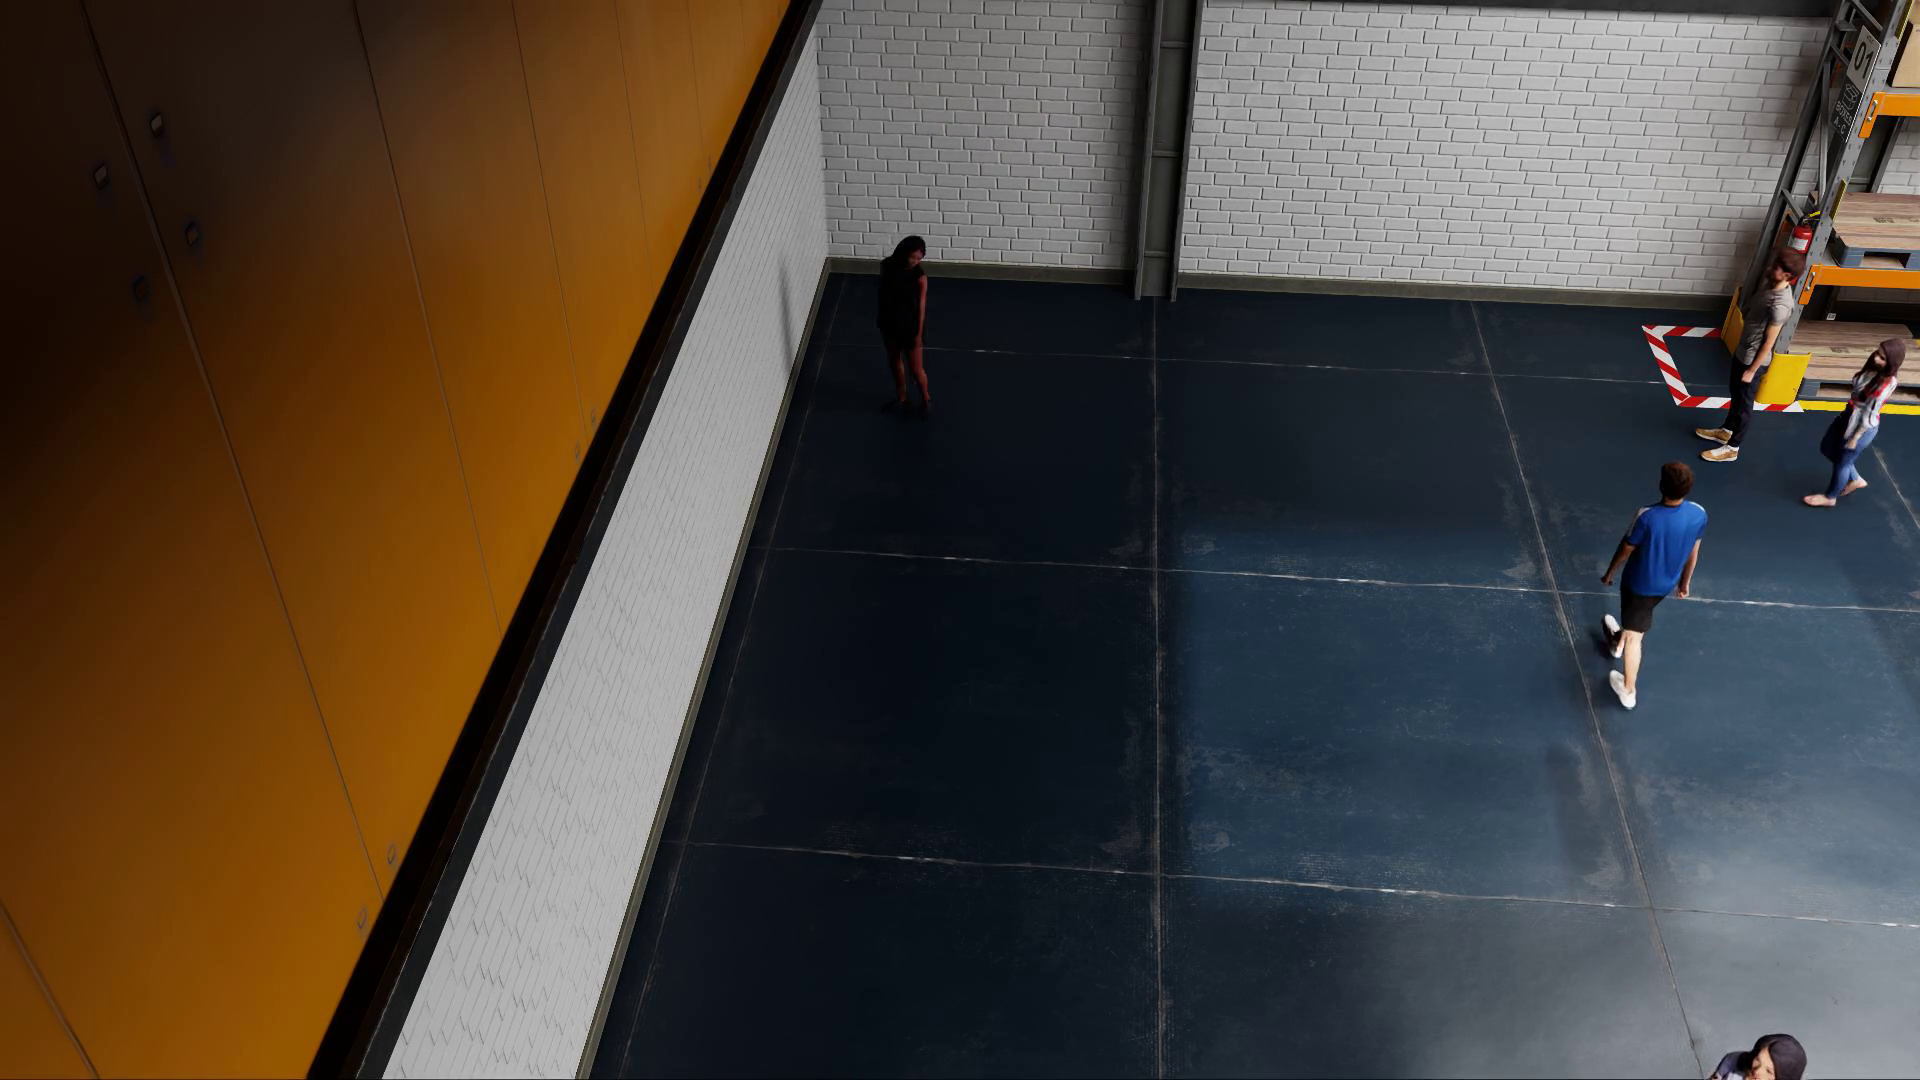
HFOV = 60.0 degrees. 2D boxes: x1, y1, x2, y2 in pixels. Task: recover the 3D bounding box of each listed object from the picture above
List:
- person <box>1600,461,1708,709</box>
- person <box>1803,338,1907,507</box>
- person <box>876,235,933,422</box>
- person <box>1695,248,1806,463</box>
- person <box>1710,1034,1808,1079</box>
[{"bbox_3d":[4.645,0.335,11.101,1.054,1.836,0.910,-5,39,-7],"label":"person"},{"bbox_3d":[6.998,-0.873,12.805,0.664,1.598,0.623,6,39,8],"label":"person"},{"bbox_3d":[-0.508,-1.782,13.847,0.808,1.717,0.686,-27,46,-30],"label":"person"},{"bbox_3d":[6.369,-1.492,13.339,0.607,1.899,0.669,9,39,10],"label":"person"},{"bbox_3d":[3.711,2.901,7.990,0.771,1.708,0.726,-16,41,-19],"label":"person"}]
